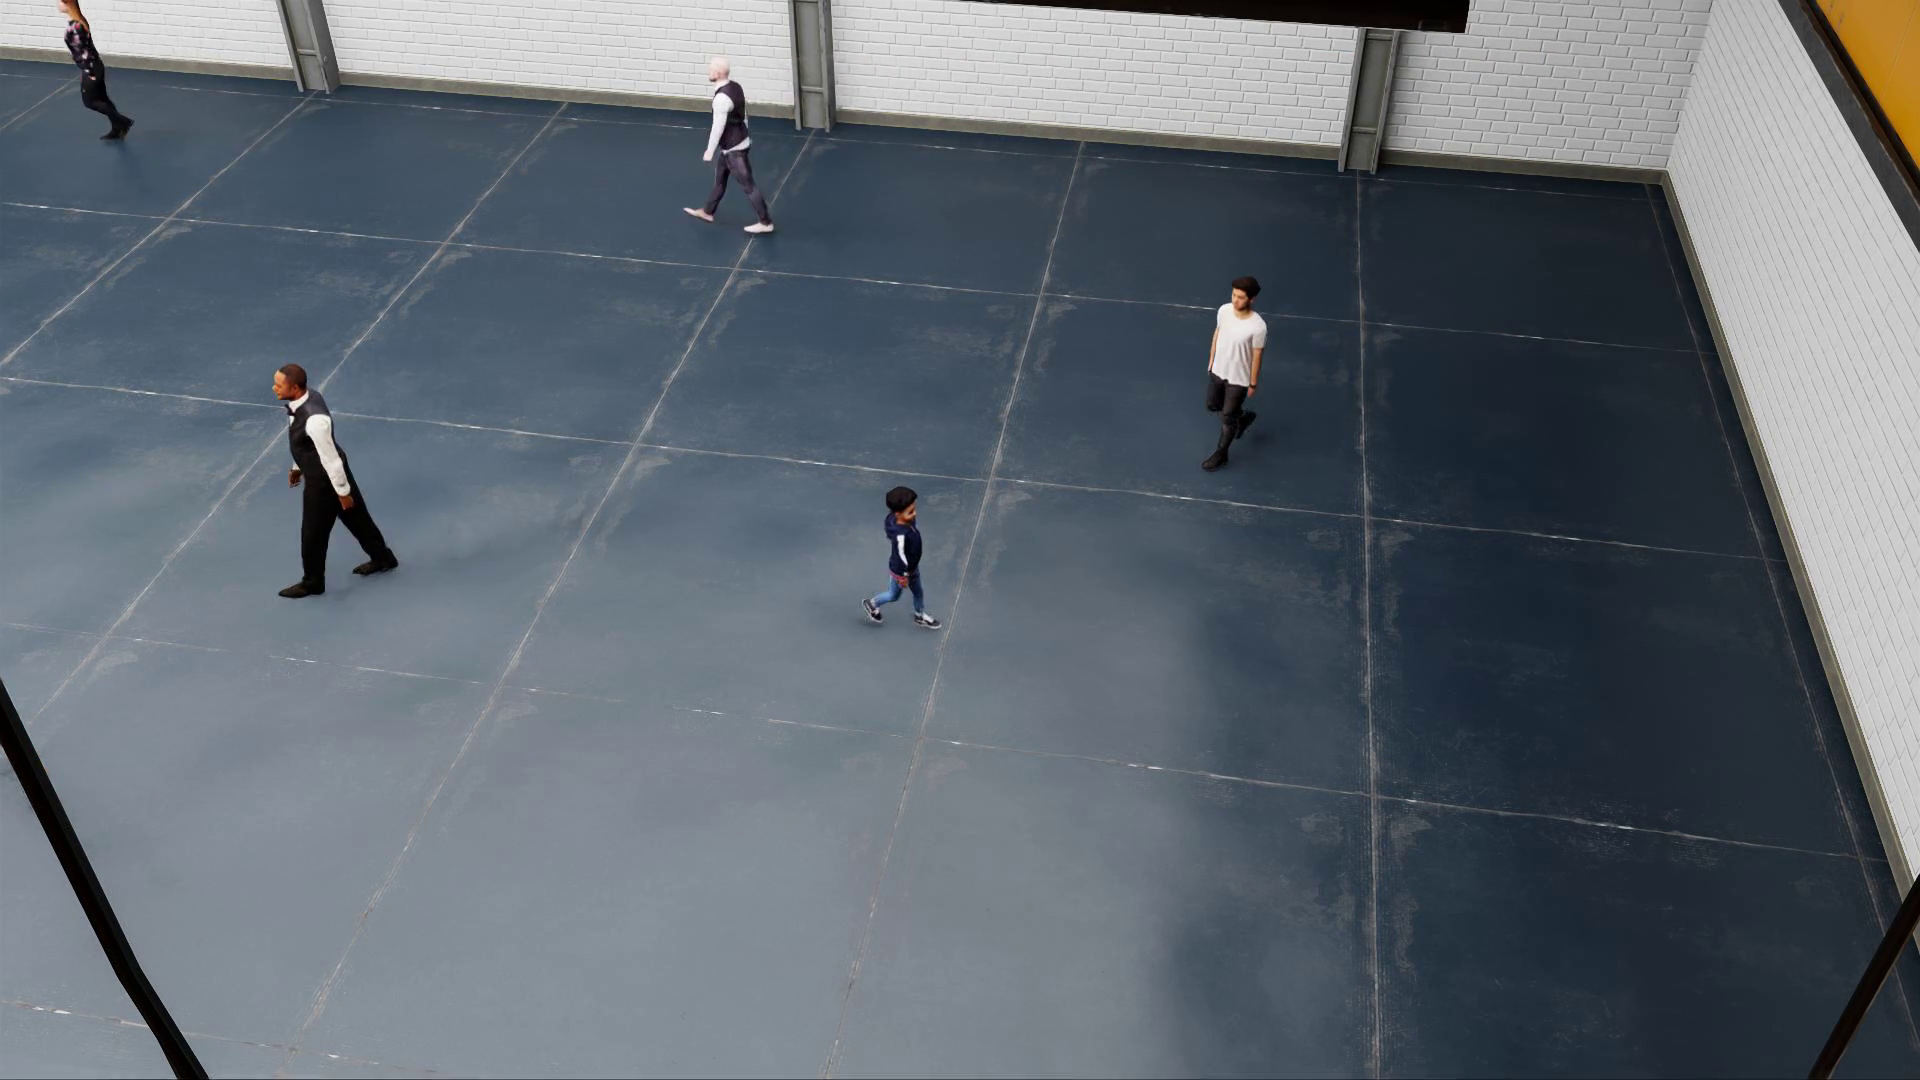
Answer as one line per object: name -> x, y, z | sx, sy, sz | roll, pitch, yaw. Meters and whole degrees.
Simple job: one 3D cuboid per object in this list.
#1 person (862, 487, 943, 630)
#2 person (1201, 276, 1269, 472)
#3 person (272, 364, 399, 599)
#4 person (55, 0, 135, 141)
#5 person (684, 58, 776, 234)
person -> -0.443, 0.144, 11.748 | 0.830, 1.207, 0.588 | 11, 40, 13
person -> 2.221, -1.369, 13.237 | 0.980, 1.712, 0.933 | -26, 45, -29
person -> -4.463, -0.476, 11.982 | 1.219, 1.884, 1.068 | -14, 41, -17
person -> -9.295, -5.107, 17.946 | 0.780, 1.678, 0.725 | -14, 41, -17
person -> -2.115, -3.786, 16.212 | 1.195, 1.778, 0.794 | 1, 39, 2
